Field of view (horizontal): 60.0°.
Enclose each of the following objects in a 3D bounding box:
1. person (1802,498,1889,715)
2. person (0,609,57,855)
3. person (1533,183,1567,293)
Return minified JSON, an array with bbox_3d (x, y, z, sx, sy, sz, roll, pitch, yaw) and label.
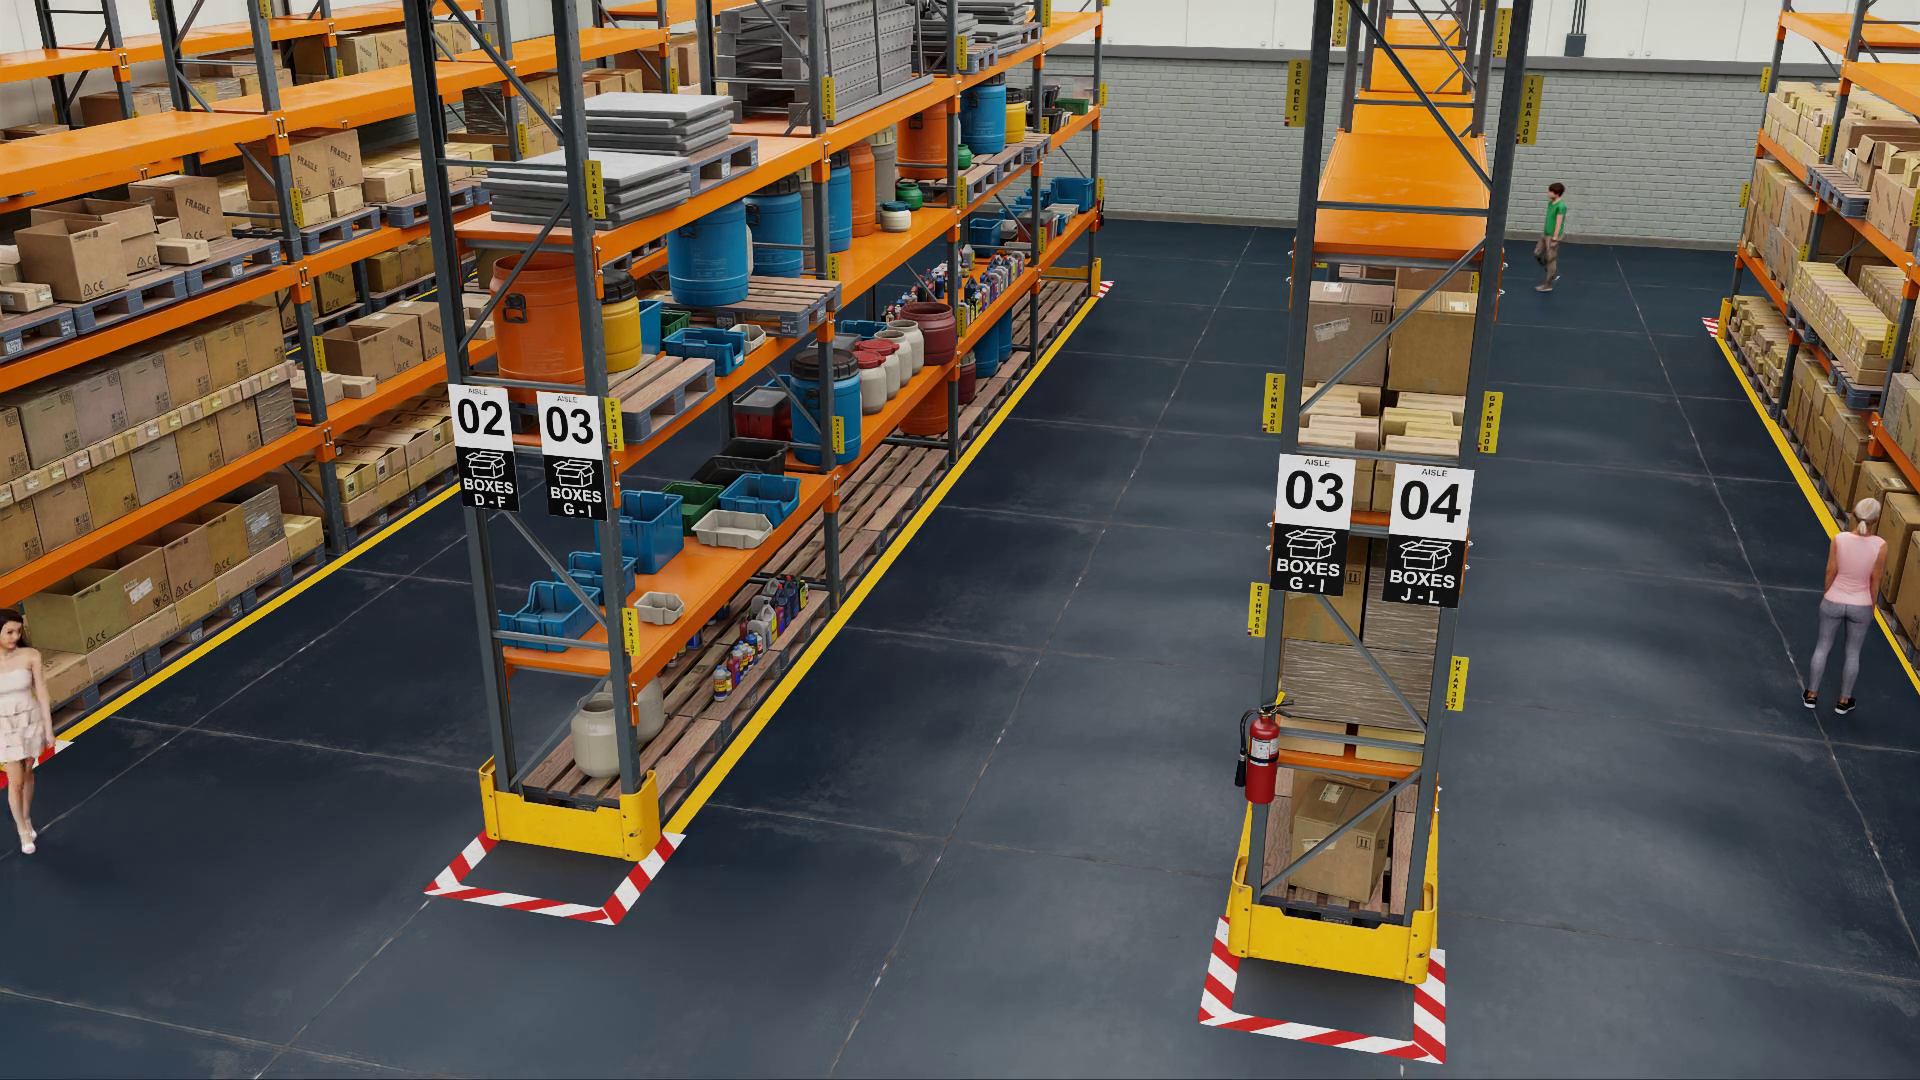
[{"bbox_3d":[6.750,0.493,12.646,0.609,1.726,0.608,13,26,29],"label":"person"},{"bbox_3d":[-6.188,1.238,10.851,0.739,1.707,0.812,-10,24,-24],"label":"person"},{"bbox_3d":[9.038,-4.591,25.182,0.791,1.647,0.712,-3,22,-7],"label":"person"}]
